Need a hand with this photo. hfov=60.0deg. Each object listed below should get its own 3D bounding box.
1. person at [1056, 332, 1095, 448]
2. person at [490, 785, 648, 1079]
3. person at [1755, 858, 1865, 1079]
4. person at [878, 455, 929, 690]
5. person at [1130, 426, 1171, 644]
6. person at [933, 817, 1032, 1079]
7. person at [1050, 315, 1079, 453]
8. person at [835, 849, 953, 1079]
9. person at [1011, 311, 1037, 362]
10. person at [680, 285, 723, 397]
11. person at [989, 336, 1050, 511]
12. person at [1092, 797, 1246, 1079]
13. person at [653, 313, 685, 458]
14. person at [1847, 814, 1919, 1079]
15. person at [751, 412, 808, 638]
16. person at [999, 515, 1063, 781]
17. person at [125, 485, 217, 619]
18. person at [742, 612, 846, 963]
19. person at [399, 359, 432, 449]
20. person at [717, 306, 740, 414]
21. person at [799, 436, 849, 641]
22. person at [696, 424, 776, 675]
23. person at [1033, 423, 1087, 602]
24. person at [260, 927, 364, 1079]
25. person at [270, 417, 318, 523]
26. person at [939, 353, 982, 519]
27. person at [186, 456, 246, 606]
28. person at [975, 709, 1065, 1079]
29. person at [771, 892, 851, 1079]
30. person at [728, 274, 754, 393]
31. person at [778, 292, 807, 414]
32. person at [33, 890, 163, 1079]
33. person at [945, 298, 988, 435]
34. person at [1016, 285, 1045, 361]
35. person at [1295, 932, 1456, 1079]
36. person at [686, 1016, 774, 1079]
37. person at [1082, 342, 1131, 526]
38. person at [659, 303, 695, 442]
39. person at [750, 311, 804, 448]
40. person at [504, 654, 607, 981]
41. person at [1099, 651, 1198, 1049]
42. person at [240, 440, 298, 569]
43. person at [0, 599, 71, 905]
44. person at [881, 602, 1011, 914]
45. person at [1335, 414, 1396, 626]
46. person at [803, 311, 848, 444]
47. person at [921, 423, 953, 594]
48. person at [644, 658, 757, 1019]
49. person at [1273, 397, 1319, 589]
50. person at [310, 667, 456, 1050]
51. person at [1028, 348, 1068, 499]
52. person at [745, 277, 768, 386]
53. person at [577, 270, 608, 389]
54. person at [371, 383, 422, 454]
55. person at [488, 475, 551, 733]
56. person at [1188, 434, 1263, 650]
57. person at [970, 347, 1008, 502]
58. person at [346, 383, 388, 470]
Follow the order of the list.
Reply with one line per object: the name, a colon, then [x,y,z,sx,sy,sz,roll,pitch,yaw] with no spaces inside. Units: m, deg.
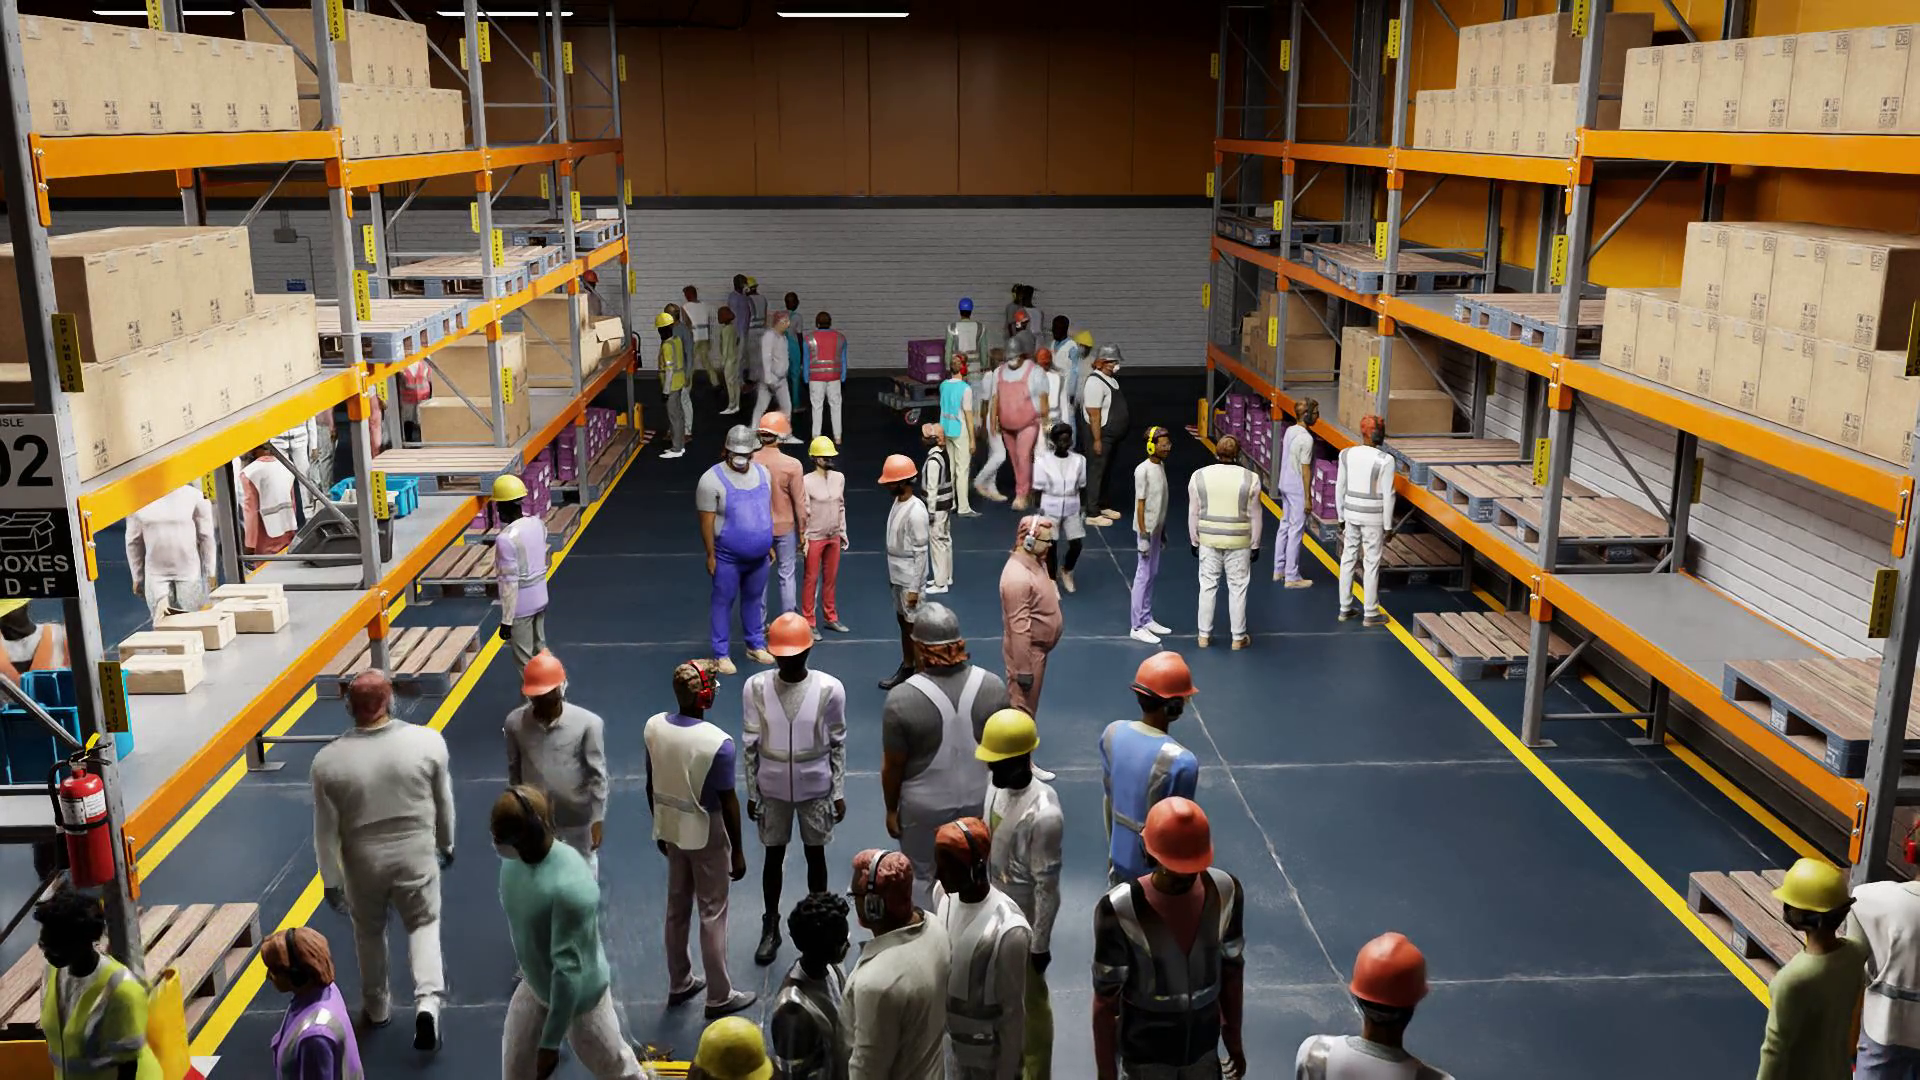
person: [1.575,-1.849,21.645,0.550,1.709,0.916,-8,16,-29]
person: [-1.665,1.867,6.719,0.655,1.871,1.041,14,20,43]
person: [3.163,2.037,6.287,0.527,1.762,0.340,-9,17,-32]
person: [-0.434,0.287,12.817,0.374,1.929,0.542,-5,15,-19]
person: [1.660,-0.061,14.296,0.327,1.874,0.520,7,16,25]
person: [0.048,1.946,6.415,0.375,1.879,0.581,-9,17,-32]
person: [1.360,-1.980,21.743,0.398,1.917,0.590,-6,16,-23]
person: [-0.258,2.024,6.073,0.400,1.895,0.651,4,15,17]
person: [0.869,-2.399,23.745,0.354,1.737,0.574,9,17,30]
person: [-4.225,-3.211,26.845,0.640,1.788,0.934,-14,20,-43]
person: [0.617,-1.358,19.048,0.702,2.000,0.776,9,17,31]
person: [0.797,1.906,6.272,0.612,2.029,0.409,-5,15,-19]
person: [-3.832,-2.040,21.973,0.379,1.918,0.585,1,14,4]
person: [3.718,1.947,6.485,0.561,1.838,0.387,7,16,26]
person: [-1.591,-0.110,14.243,0.625,1.991,0.389,4,15,16]
person: [0.471,0.764,10.999,0.409,1.904,0.640,2,14,7]
person: [-6.107,0.257,12.914,0.635,1.937,0.352,-4,15,-14]
person: [-0.871,1.308,8.787,0.545,1.939,0.374,0,14,0]
person: [-7.155,-1.862,21.779,0.527,1.666,0.767,-6,15,-22]
person: [-3.515,-2.724,25.222,0.279,1.633,0.498,3,15,12]
person: [-1.177,-0.024,14.354,0.305,1.772,0.527,13,19,42]
person: [-1.755,0.058,13.489,0.682,2.000,0.536,-12,19,-40]
person: [0.926,-0.261,15.441,0.546,1.690,0.352,-3,15,-11]
person: [-2.311,2.160,6.060,0.313,1.631,0.523,-6,15,-22]
person: [-7.296,-1.032,18.098,0.577,1.880,0.352,-7,16,-24]
person: [-0.025,-1.162,18.660,0.390,1.850,0.564,-10,17,-35]
person: [-6.421,-0.096,14.371,0.410,1.908,0.598,8,16,29]
person: [0.250,1.657,7.465,0.398,1.917,0.588,-6,16,-24]
person: [-0.543,2.096,6.192,0.322,1.690,0.535,4,15,14]
person: [-3.589,-3.374,27.167,0.357,1.937,0.638,2,14,6]
person: [-2.566,-2.845,25.310,0.502,1.836,0.343,10,18,35]
person: [-3.261,2.118,6.143,0.546,1.663,0.812,6,16,23]
person: [0.082,-2.441,23.483,0.616,1.945,0.398,-3,15,-10]
person: [0.998,-2.908,25.337,0.668,1.935,0.674,-13,19,-42]
person: [1.334,2.183,5.377,0.544,1.930,0.389,10,17,33]
person: [-0.713,2.303,5.290,0.321,1.738,0.484,13,19,41]
person: [1.623,-1.186,18.376,0.535,2.000,0.682,5,15,19]
person: [-3.927,-2.313,23.013,0.628,1.935,0.373,11,18,37]
person: [-2.548,-2.183,22.661,0.693,1.862,0.674,5,15,20]
person: [-2.134,1.426,8.776,0.575,1.702,0.896,1,14,4]
person: [0.912,1.508,7.819,0.408,2.035,0.609,-10,17,-33]
person: [-5.859,-0.049,14.184,0.398,1.909,0.599,4,15,14]
person: [-5.404,1.088,9.801,0.585,1.874,0.992,-4,15,-15]
person: [-0.101,1.295,8.633,0.686,2.000,0.538,-5,15,-20]
person: [3.588,-0.176,14.727,0.361,1.882,0.575,-13,19,-41]
person: [-1.854,-2.220,22.858,0.619,1.836,0.431,-4,15,-16]
person: [-0.219,-0.302,15.731,0.314,1.631,0.519,2,14,9]
person: [-1.313,1.486,8.271,0.570,1.844,0.379,10,17,33]
person: [3.235,-0.453,15.916,0.352,1.837,0.502,-3,15,-12]
person: [-2.747,1.540,7.997,0.664,1.883,0.748,-6,15,-21]
person: [0.999,-1.296,19.223,0.568,1.851,0.942,-7,16,-26]
person: [-3.475,-3.499,27.889,0.403,1.823,0.587,8,16,29]
person: [-6.069,-3.440,27.338,0.412,1.985,0.615,9,17,32]
person: [-7.525,-2.073,22.332,0.590,1.832,0.964,14,20,43]
person: [-3.202,0.471,12.102,0.385,1.922,0.594,3,15,13]
person: [2.240,0.018,14.046,0.625,1.844,0.429,5,15,17]
person: [0.407,-1.333,19.369,0.401,1.828,0.534,4,15,16]
person: [-7.556,-1.866,21.164,0.617,1.984,0.410,4,15,16]
